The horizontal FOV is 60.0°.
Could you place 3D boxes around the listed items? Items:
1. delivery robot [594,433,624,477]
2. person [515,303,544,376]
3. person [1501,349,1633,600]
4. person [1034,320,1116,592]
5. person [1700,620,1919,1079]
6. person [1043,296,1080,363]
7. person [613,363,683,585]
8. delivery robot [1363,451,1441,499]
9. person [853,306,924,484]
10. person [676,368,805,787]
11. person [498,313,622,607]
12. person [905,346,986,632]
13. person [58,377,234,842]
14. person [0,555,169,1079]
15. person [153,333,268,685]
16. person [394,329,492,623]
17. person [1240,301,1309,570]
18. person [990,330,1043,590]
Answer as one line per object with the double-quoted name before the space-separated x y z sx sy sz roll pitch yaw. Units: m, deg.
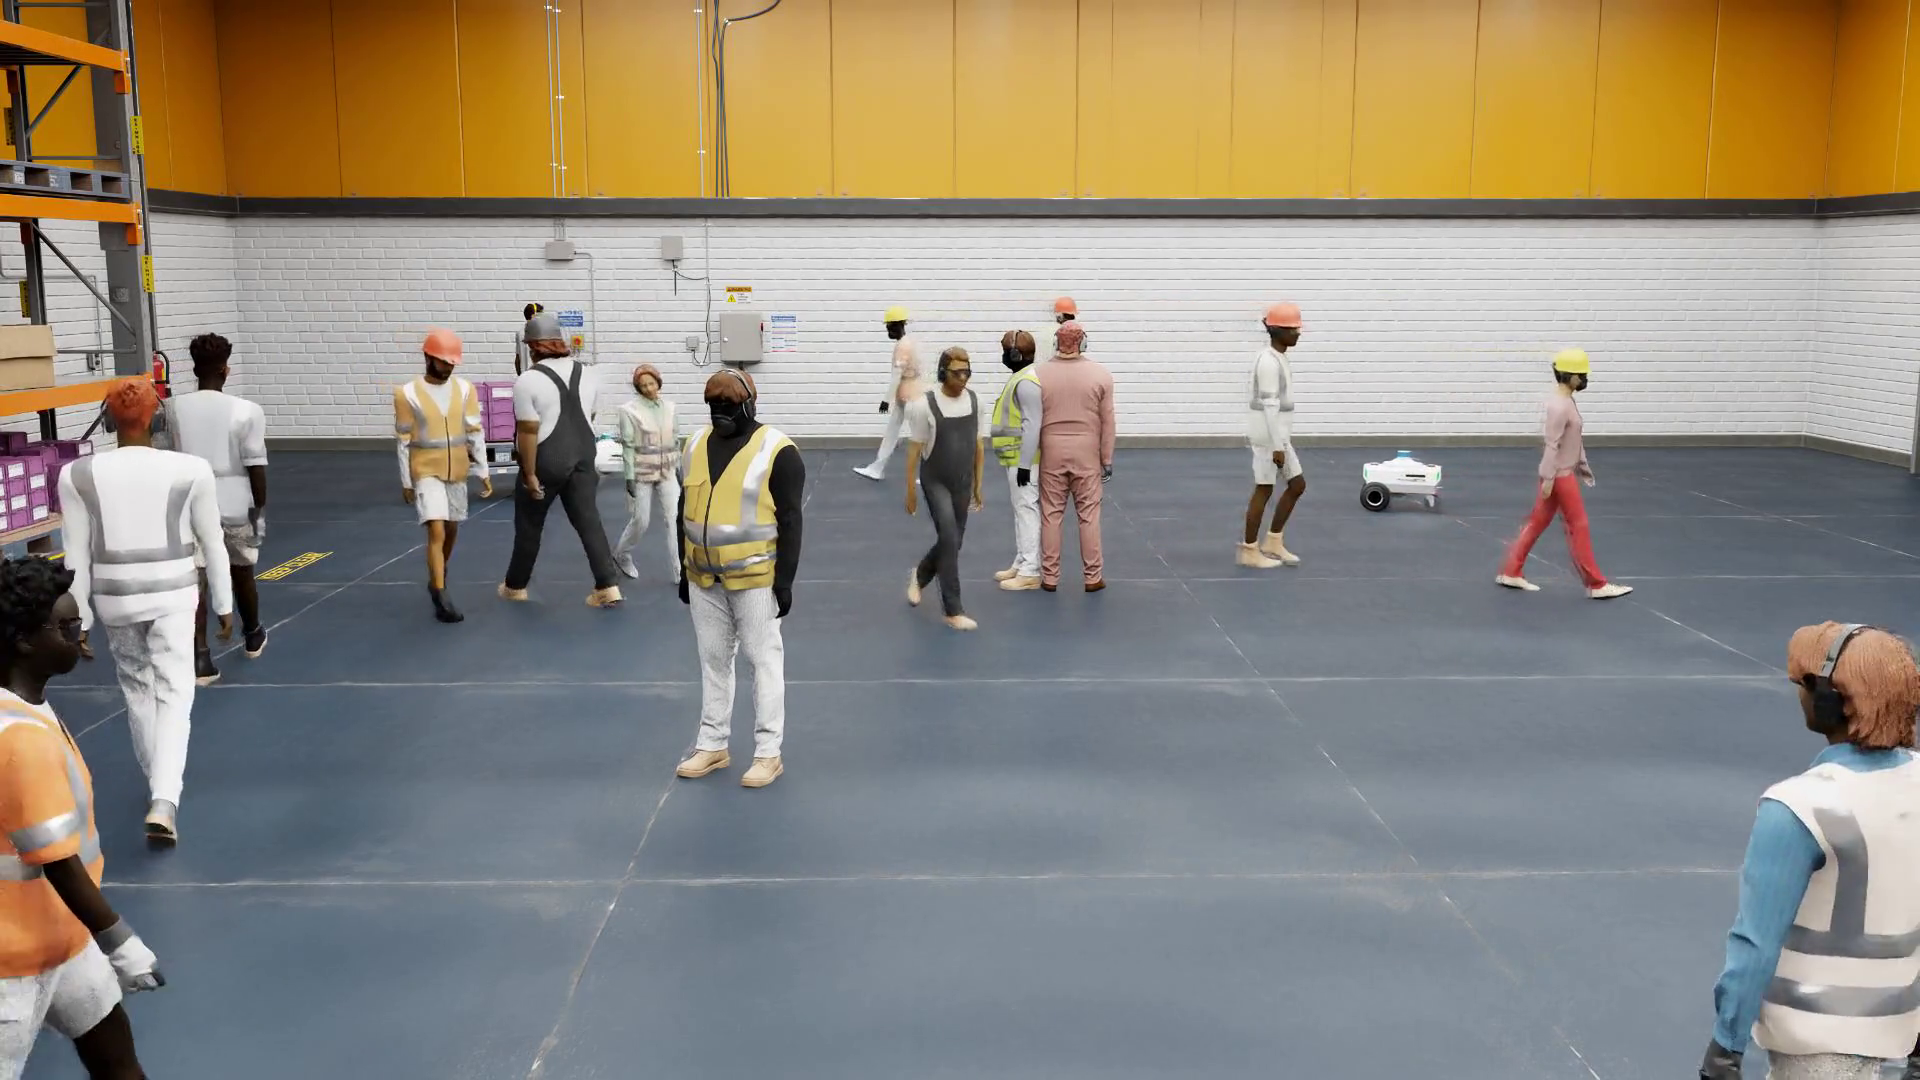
"delivery robot" -3.661 -0.862 17.255 0.707 0.478 0.477 -3 10 -16
"person" -4.988 -1.839 19.525 0.532 1.865 0.311 6 11 34
"person" 4.203 -0.456 11.494 0.876 1.720 0.534 4 10 21
"person" 0.771 -0.581 11.684 0.643 1.910 0.400 2 9 9
"person" 1.717 0.953 3.213 0.526 1.601 0.834 -5 11 -30
"person" 1.218 -1.712 18.460 0.898 1.949 0.661 3 10 19
"person" -2.234 -0.471 11.913 0.527 1.606 0.744 -9 13 -43
"delivery robot" 4.159 -0.597 15.630 0.707 0.478 0.477 3 10 16
"person" -0.645 -1.509 17.471 0.966 1.872 0.598 -1 9 -4
"person" -0.995 0.165 7.332 0.621 1.839 0.429 5 10 26
"person" -2.704 -0.566 11.184 1.031 2.000 0.682 8 12 41
"person" -0.136 -0.357 10.657 0.525 1.804 0.840 -5 11 -30
"person" -3.257 0.267 6.686 0.589 1.848 0.958 -3 10 -18
"person" -1.997 0.855 3.637 0.854 1.649 0.548 -5 10 -28
"person" -4.171 -0.198 9.318 0.606 1.912 1.008 -2 10 -15
"person" -3.443 -0.448 10.963 0.538 1.888 0.910 -8 12 -40
"person" 2.389 -0.767 12.464 0.602 2.020 0.633 3 10 20
"person" 0.429 -0.566 11.805 0.430 1.841 0.624 0 9 -1
